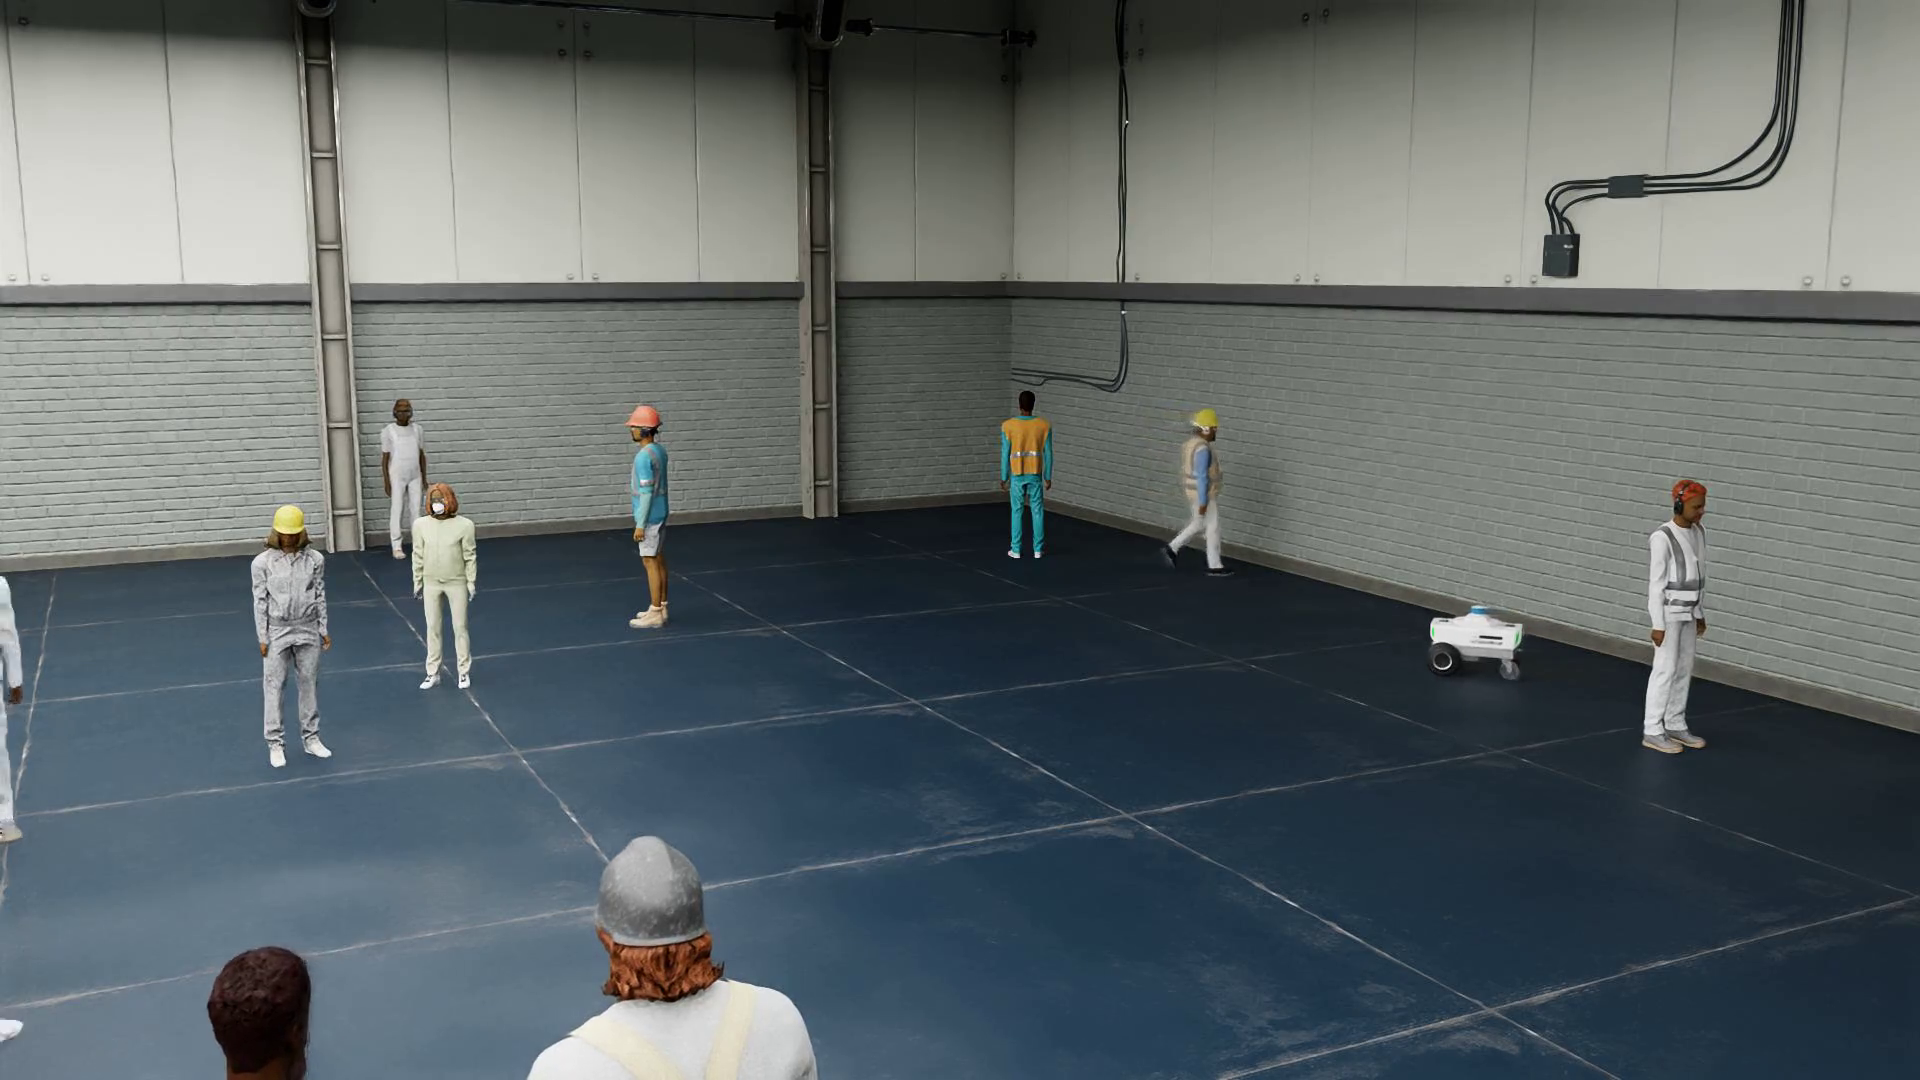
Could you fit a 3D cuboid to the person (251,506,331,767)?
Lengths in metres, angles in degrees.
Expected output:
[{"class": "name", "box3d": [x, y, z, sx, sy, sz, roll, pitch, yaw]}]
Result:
[{"class": "person", "box3d": [-4.441, 0.629, 11.089, 0.483, 1.736, 0.311, -8, 12, -42]}]

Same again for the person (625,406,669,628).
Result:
[{"class": "person", "box3d": [-2.875, -0.213, 15.321, 0.367, 2.048, 0.609, 1, 9, 3]}]

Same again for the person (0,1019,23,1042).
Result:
[{"class": "person", "box3d": [-4.347, 1.221, 6.996, 0.766, 1.881, 0.603, -5, 11, -30]}]

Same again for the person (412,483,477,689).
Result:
[{"class": "person", "box3d": [-4.041, 0.361, 13.051, 0.499, 1.634, 0.279, 0, 9, -2]}]

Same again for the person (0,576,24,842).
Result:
[{"class": "person", "box3d": [-5.752, 0.811, 9.578, 0.602, 1.868, 0.631, 9, 13, 44]}]

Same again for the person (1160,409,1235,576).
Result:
[{"class": "person", "box3d": [2.571, -0.509, 17.866, 0.713, 1.802, 0.594, -1, 9, -4]}]

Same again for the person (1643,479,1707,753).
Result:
[{"class": "person", "box3d": [4.895, 0.518, 11.349, 0.586, 1.879, 0.374, -7, 12, -38]}]

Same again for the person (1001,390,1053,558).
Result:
[{"class": "person", "box3d": [0.762, -0.745, 18.991, 0.596, 1.918, 0.381, -1, 9, -7]}]

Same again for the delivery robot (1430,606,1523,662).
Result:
[{"class": "delivery robot", "box3d": [4.198, 0.777, 13.515, 0.707, 0.478, 0.477, 4, 10, 21]}]

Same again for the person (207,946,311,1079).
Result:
[{"class": "person", "box3d": [-1.429, 1.785, 3.449, 0.597, 1.909, 0.389, 1, 9, 9]}]

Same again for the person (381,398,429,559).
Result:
[{"class": "person", "box3d": [-6.329, -0.700, 18.982, 0.508, 1.838, 0.343, -8, 12, -42]}]
